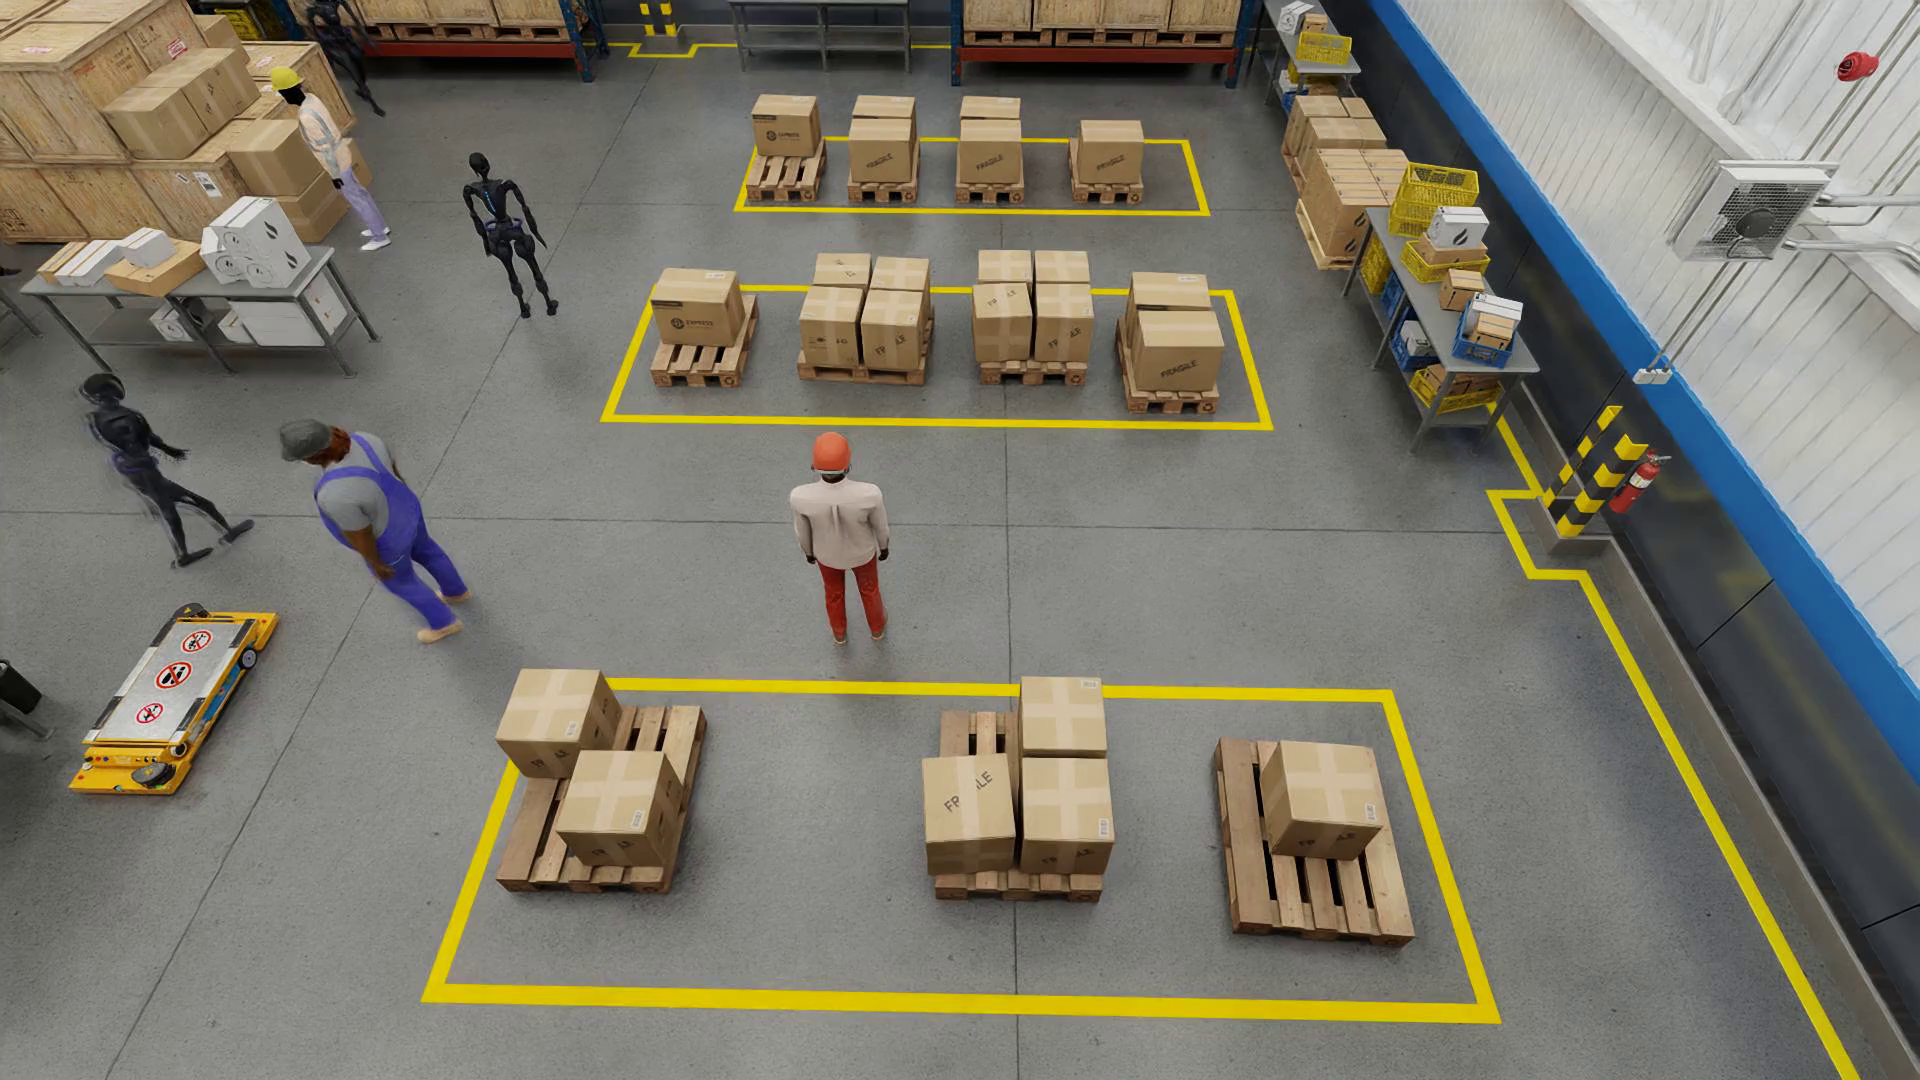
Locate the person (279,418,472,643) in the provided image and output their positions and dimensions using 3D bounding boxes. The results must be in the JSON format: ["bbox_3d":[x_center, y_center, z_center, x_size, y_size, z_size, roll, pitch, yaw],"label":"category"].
[{"bbox_3d":[-3.990,-0.102,6.294,0.541,2.000,0.738,-3,50,-3],"label":"person"}]

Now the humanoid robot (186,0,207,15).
[{"bbox_3d":[-9.873,-6.464,11.913,0.568,1.651,0.342,-25,54,-20],"label":"humanoid robot"}]

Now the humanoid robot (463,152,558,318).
[{"bbox_3d":[-4.394,-2.959,8.947,0.572,1.652,0.339,-8,50,-7],"label":"humanoid robot"}]

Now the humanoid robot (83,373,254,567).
[{"bbox_3d":[-6.073,-0.495,6.891,0.588,1.612,0.680,29,55,22],"label":"humanoid robot"}]

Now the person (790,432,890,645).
[{"bbox_3d":[-0.774,0.045,6.199,0.610,1.995,0.377,-4,50,-3],"label":"person"}]

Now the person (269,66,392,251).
[{"bbox_3d":[-6.617,-3.993,9.661,0.383,1.922,0.592,-17,52,-14],"label":"person"}]

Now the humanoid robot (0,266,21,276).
[{"bbox_3d":[-10.584,-3.458,9.382,0.619,1.623,0.608,-7,50,-6],"label":"humanoid robot"}]

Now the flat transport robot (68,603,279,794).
[{"bbox_3d":[-5.504,1.072,6.442,0.652,0.197,1.431,1,50,1],"label":"flat transport robot"}]

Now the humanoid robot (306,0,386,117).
[{"bbox_3d":[-8.037,-6.458,11.949,0.785,1.643,0.575,29,56,23],"label":"humanoid robot"}]
